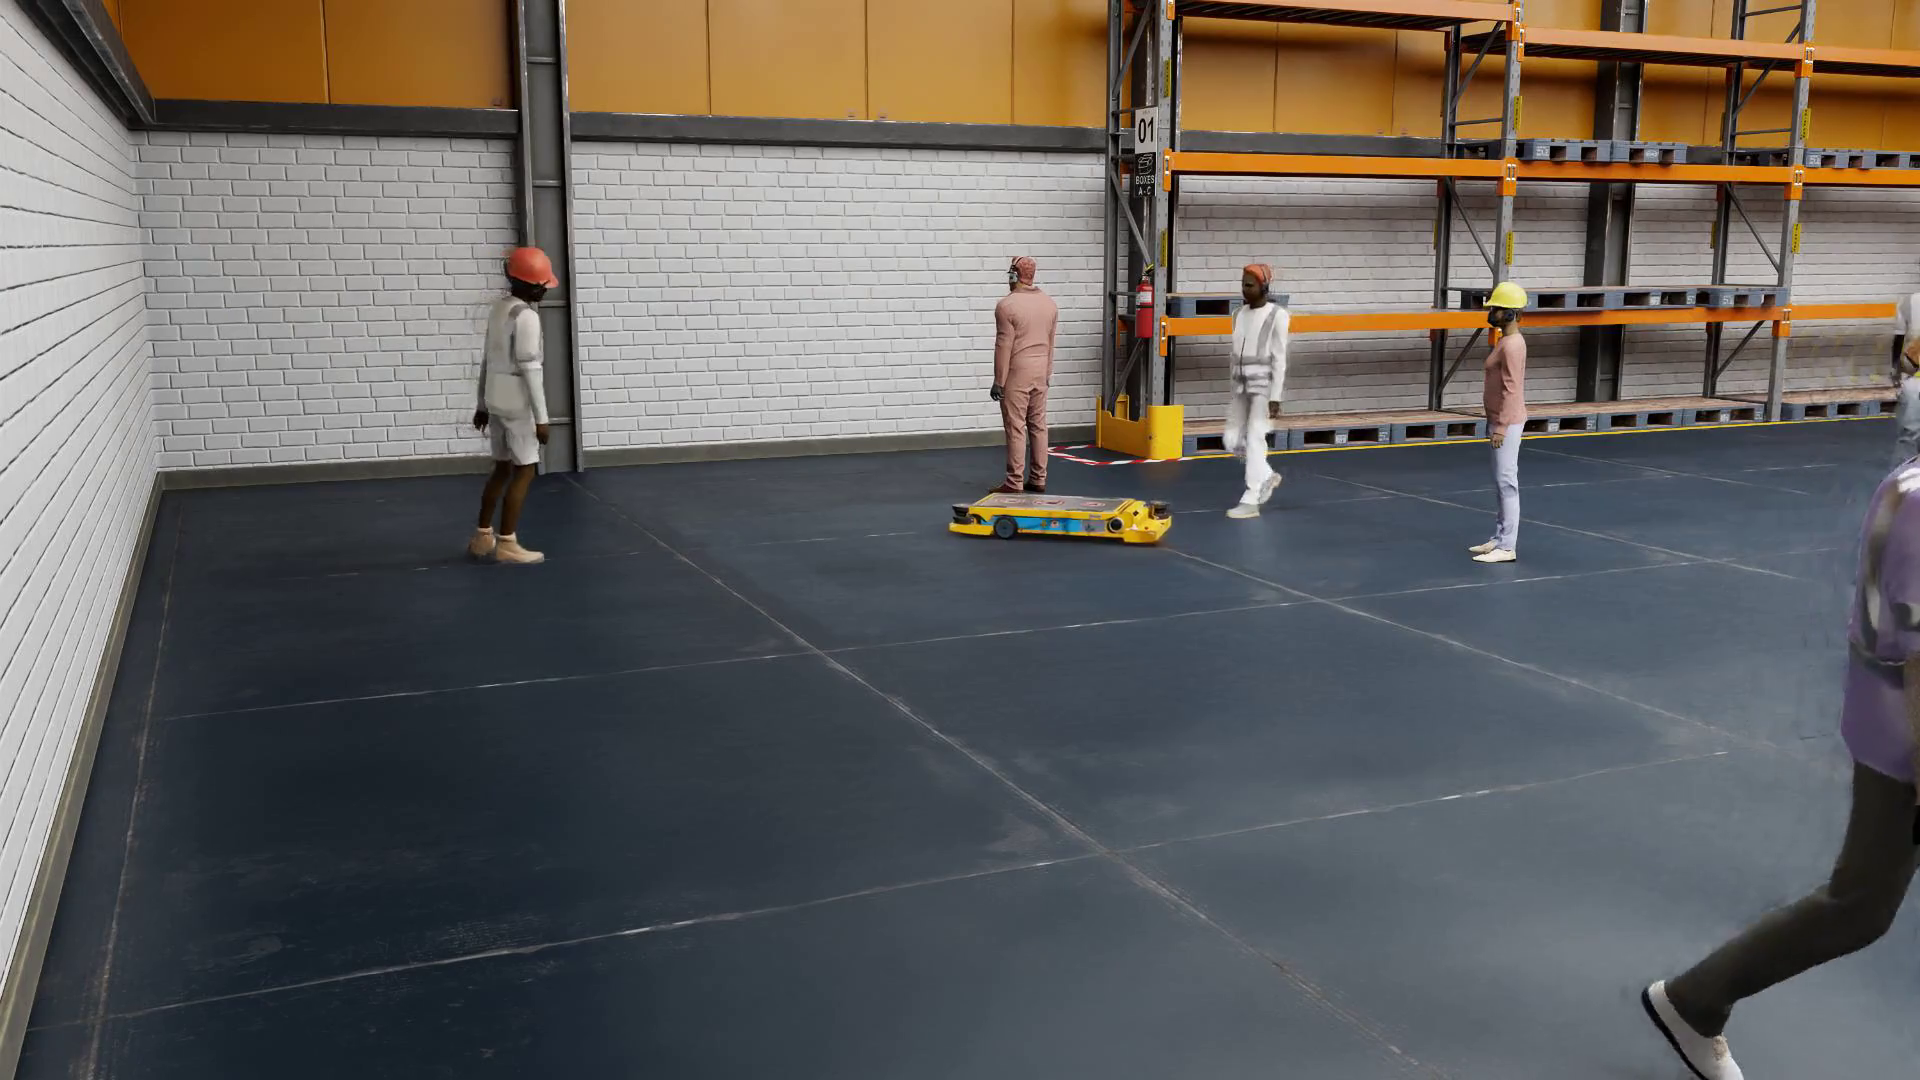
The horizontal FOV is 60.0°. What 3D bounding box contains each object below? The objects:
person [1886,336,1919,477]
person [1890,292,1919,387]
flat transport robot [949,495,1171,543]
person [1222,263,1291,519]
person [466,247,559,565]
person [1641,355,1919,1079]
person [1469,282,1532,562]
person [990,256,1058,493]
[{"bbox_3d":[4.715,-0.247,8.167,0.284,1.633,0.498,10,14,44],"label":"person"},{"bbox_3d":[8.727,-1.612,15.001,1.009,1.923,0.605,-8,13,-37],"label":"person"},{"bbox_3d":[0.700,-0.164,11.505,1.431,0.197,0.652,3,11,16],"label":"flat transport robot"},{"bbox_3d":[2.190,-1.093,12.222,0.529,1.867,0.588,-7,12,-33],"label":"person"},{"bbox_3d":[-2.796,-0.829,10.423,0.525,1.990,0.704,-7,12,-35],"label":"person"},{"bbox_3d":[2.094,0.424,3.718,0.928,1.897,0.593,8,13,36],"label":"person"},{"bbox_3d":[3.432,-0.741,10.544,0.305,1.772,0.525,3,11,14],"label":"person"},{"bbox_3d":[0.484,-1.305,13.307,0.409,1.909,0.642,10,14,44],"label":"person"}]
